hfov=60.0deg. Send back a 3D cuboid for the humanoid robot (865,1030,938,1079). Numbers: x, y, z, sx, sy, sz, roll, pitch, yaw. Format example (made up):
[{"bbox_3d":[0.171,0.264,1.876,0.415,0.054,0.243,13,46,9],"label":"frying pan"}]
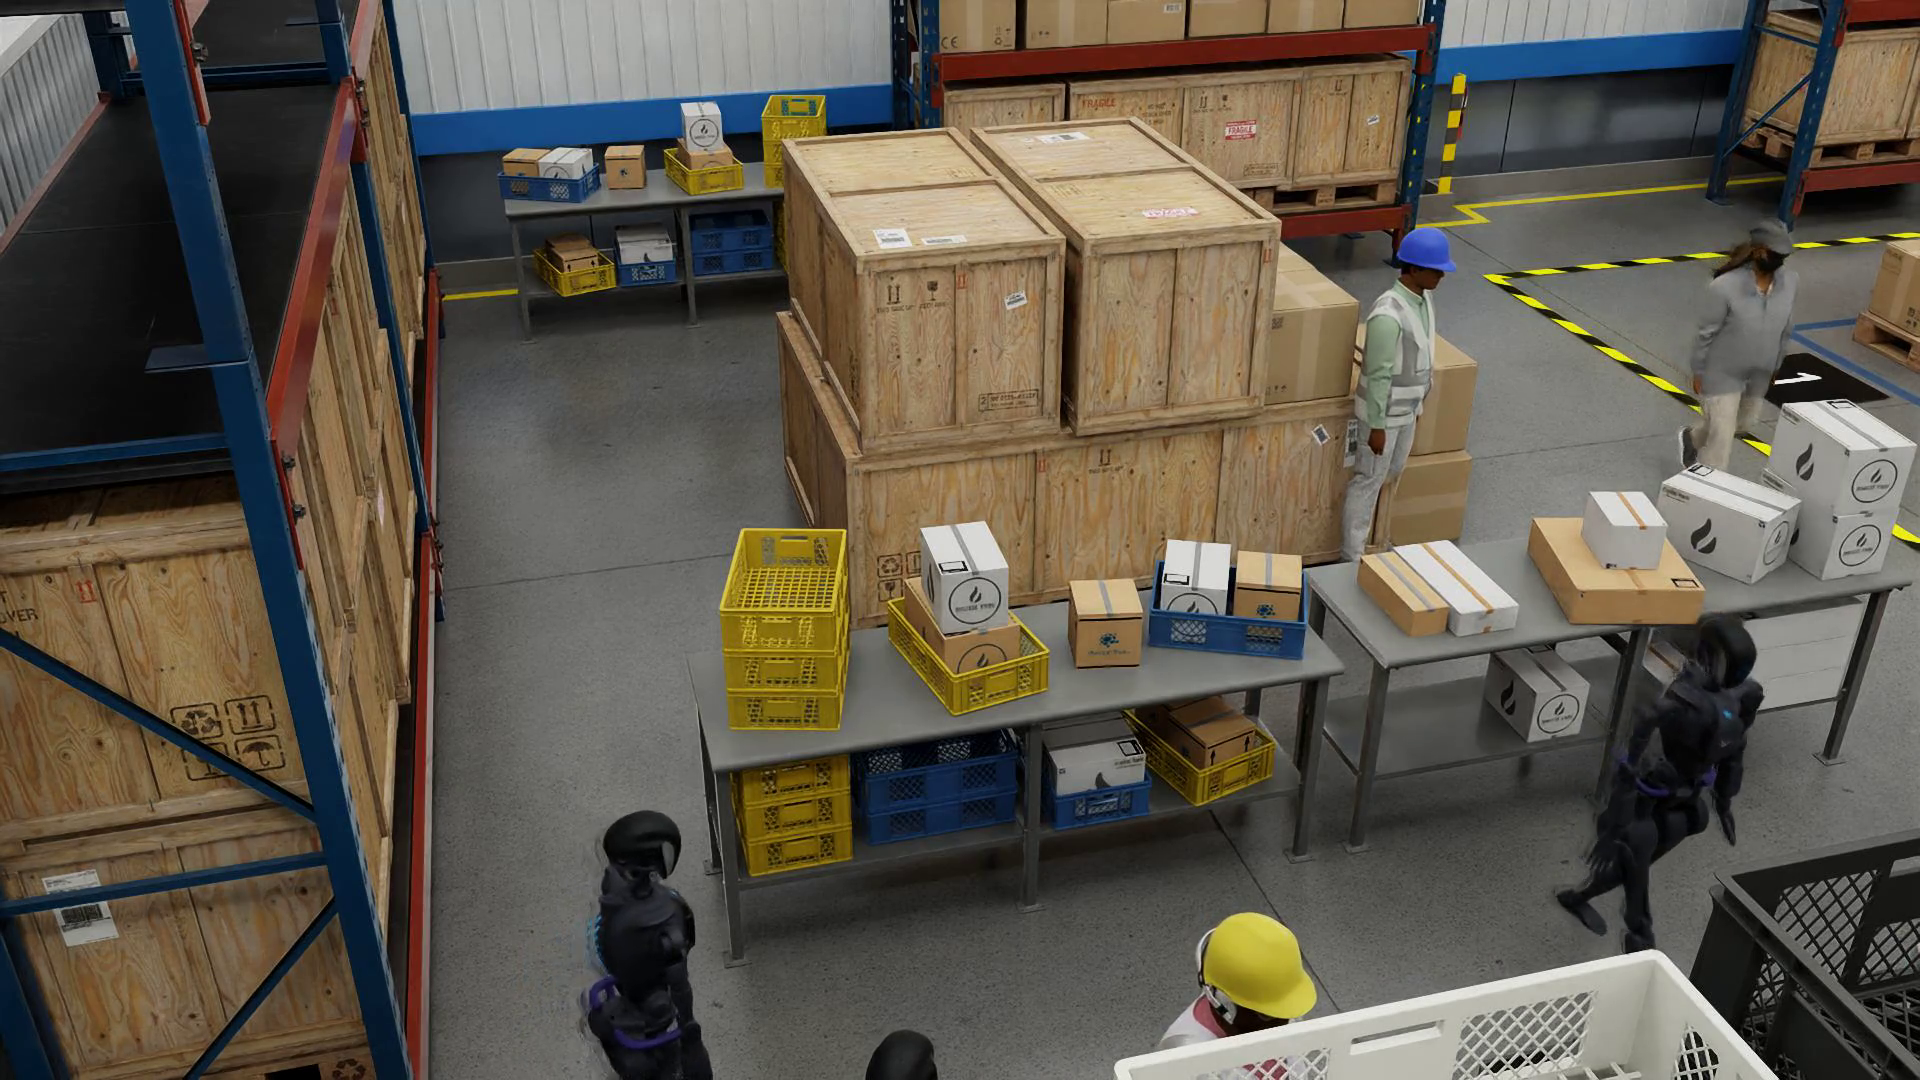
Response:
[{"bbox_3d":[-0.142,1.896,4.197,0.599,1.659,0.315,10,30,17],"label":"humanoid robot"}]

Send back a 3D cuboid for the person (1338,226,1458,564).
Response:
[{"bbox_3d":[2.259,-0.689,8.645,0.412,1.936,0.608,19,34,31],"label":"person"}]

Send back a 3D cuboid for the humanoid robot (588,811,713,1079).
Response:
[{"bbox_3d":[-0.863,1.487,4.988,0.730,1.625,0.613,-18,34,-30],"label":"humanoid robot"}]

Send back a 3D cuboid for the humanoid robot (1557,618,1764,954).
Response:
[{"bbox_3d":[2.545,0.952,5.998,0.598,1.619,0.824,-11,31,-19],"label":"humanoid robot"}]

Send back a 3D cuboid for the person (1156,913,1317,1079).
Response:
[{"bbox_3d":[0.711,1.708,4.395,0.404,1.831,0.599,20,35,32],"label":"person"}]

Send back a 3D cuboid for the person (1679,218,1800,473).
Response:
[{"bbox_3d":[4.369,-0.991,9.389,0.578,1.744,0.793,-6,29,-11],"label":"person"}]
